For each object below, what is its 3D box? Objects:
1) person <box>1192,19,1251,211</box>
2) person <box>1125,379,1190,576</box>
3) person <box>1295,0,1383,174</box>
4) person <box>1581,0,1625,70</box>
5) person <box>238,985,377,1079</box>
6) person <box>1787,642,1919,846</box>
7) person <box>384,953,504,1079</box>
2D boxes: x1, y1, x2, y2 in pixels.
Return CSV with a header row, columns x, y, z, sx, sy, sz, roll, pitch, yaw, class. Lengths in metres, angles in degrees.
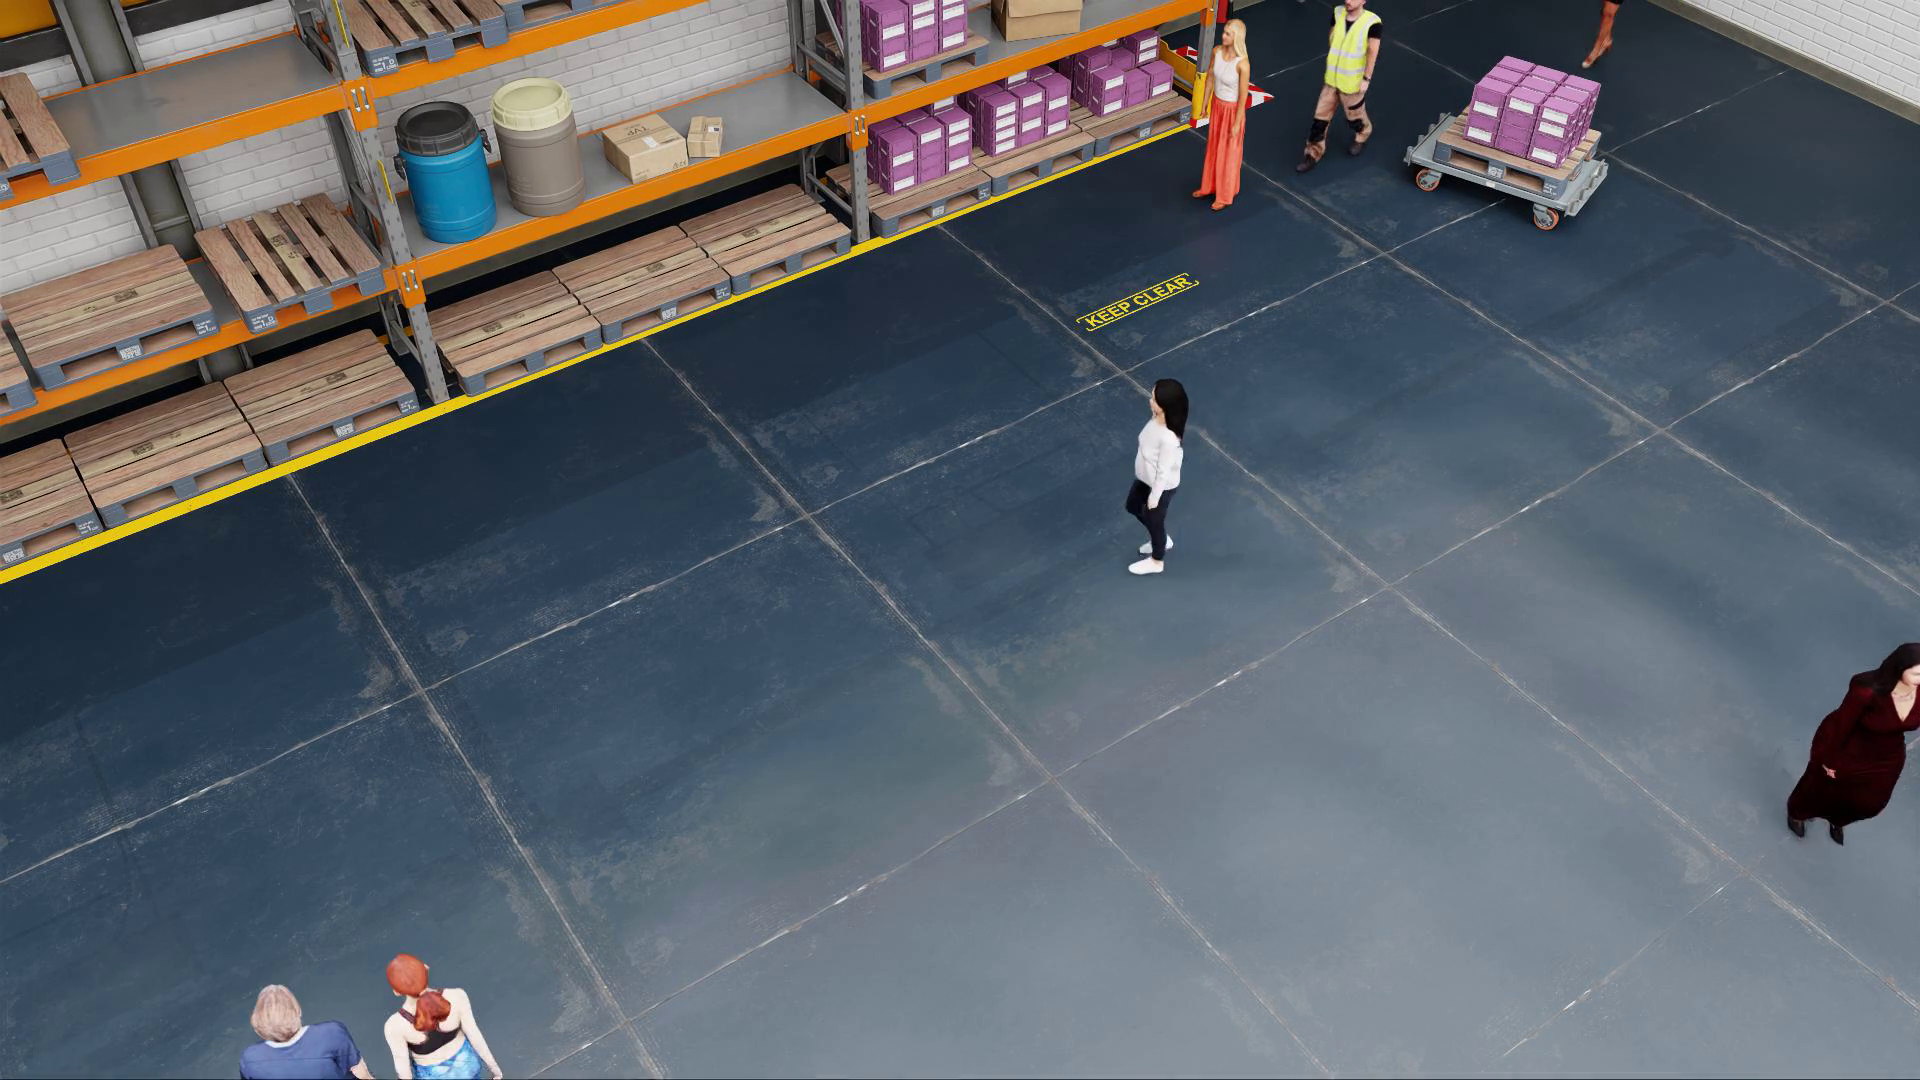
x,y,z,sx,sy,sz,roll,pitch,yaw,class
2.374,-3.796,14.819,0.558,1.801,0.617,-26,49,-24,person
1.439,-0.410,11.343,0.736,1.693,0.716,-5,44,-5,person
3.609,-4.299,15.339,0.904,1.813,1.247,29,51,27,person
6.703,-5.630,16.876,0.778,1.620,0.602,-20,47,-20,person
-3.005,2.748,7.911,0.846,1.856,0.866,-11,45,-12,person
5.189,1.128,9.692,0.842,1.745,0.903,-2,44,-2,person
-2.452,2.669,8.068,0.971,1.753,0.708,-25,49,-24,person
